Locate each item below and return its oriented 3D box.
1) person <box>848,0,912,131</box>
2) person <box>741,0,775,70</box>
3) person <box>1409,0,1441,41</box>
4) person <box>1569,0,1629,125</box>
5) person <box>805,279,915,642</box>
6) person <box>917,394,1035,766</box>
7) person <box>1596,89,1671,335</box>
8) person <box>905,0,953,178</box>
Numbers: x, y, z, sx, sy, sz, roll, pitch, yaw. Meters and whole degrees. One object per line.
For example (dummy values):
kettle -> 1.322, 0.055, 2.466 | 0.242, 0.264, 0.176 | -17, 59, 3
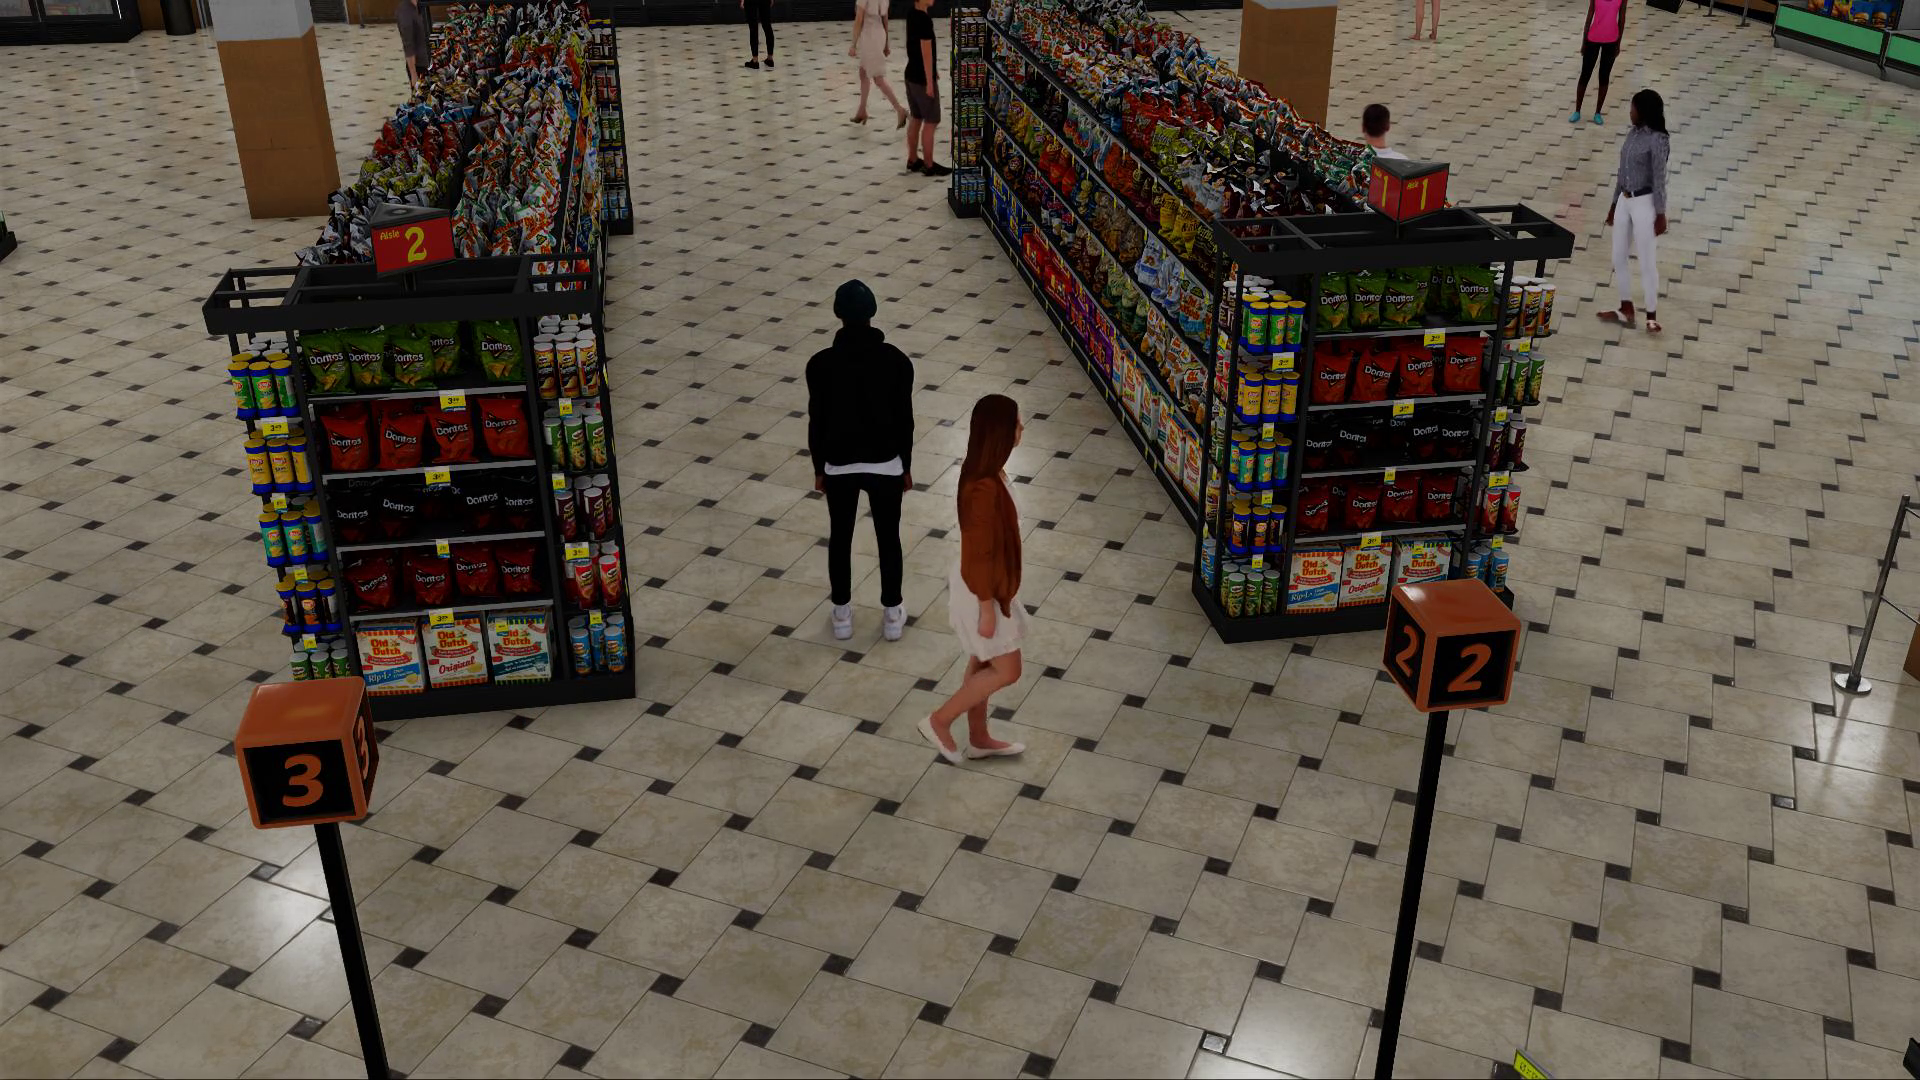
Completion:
person -> -0.854, -5.138, 17.499 | 1.188, 1.698, 1.103 | 18, 32, 32
person -> -2.519, -6.763, 20.686 | 0.667, 1.713, 0.648 | -16, 31, -29
person -> 6.344, -7.639, 22.421 | 0.593, 1.706, 0.506 | -4, 27, -8
person -> 6.922, -5.371, 17.931 | 0.650, 1.723, 0.688 | 10, 29, 19
person -> -0.464, -0.365, 7.954 | 0.702, 1.818, 0.642 | 0, 27, 0
person -> 0.020, 0.208, 6.939 | 0.734, 1.714, 0.691 | -1, 27, -2
person -> 4.956, -2.355, 12.006 | 0.867, 1.702, 0.506 | -11, 29, -21
person -> -0.413, -4.440, 15.960 | 0.775, 1.844, 0.642 | -9, 28, -17
